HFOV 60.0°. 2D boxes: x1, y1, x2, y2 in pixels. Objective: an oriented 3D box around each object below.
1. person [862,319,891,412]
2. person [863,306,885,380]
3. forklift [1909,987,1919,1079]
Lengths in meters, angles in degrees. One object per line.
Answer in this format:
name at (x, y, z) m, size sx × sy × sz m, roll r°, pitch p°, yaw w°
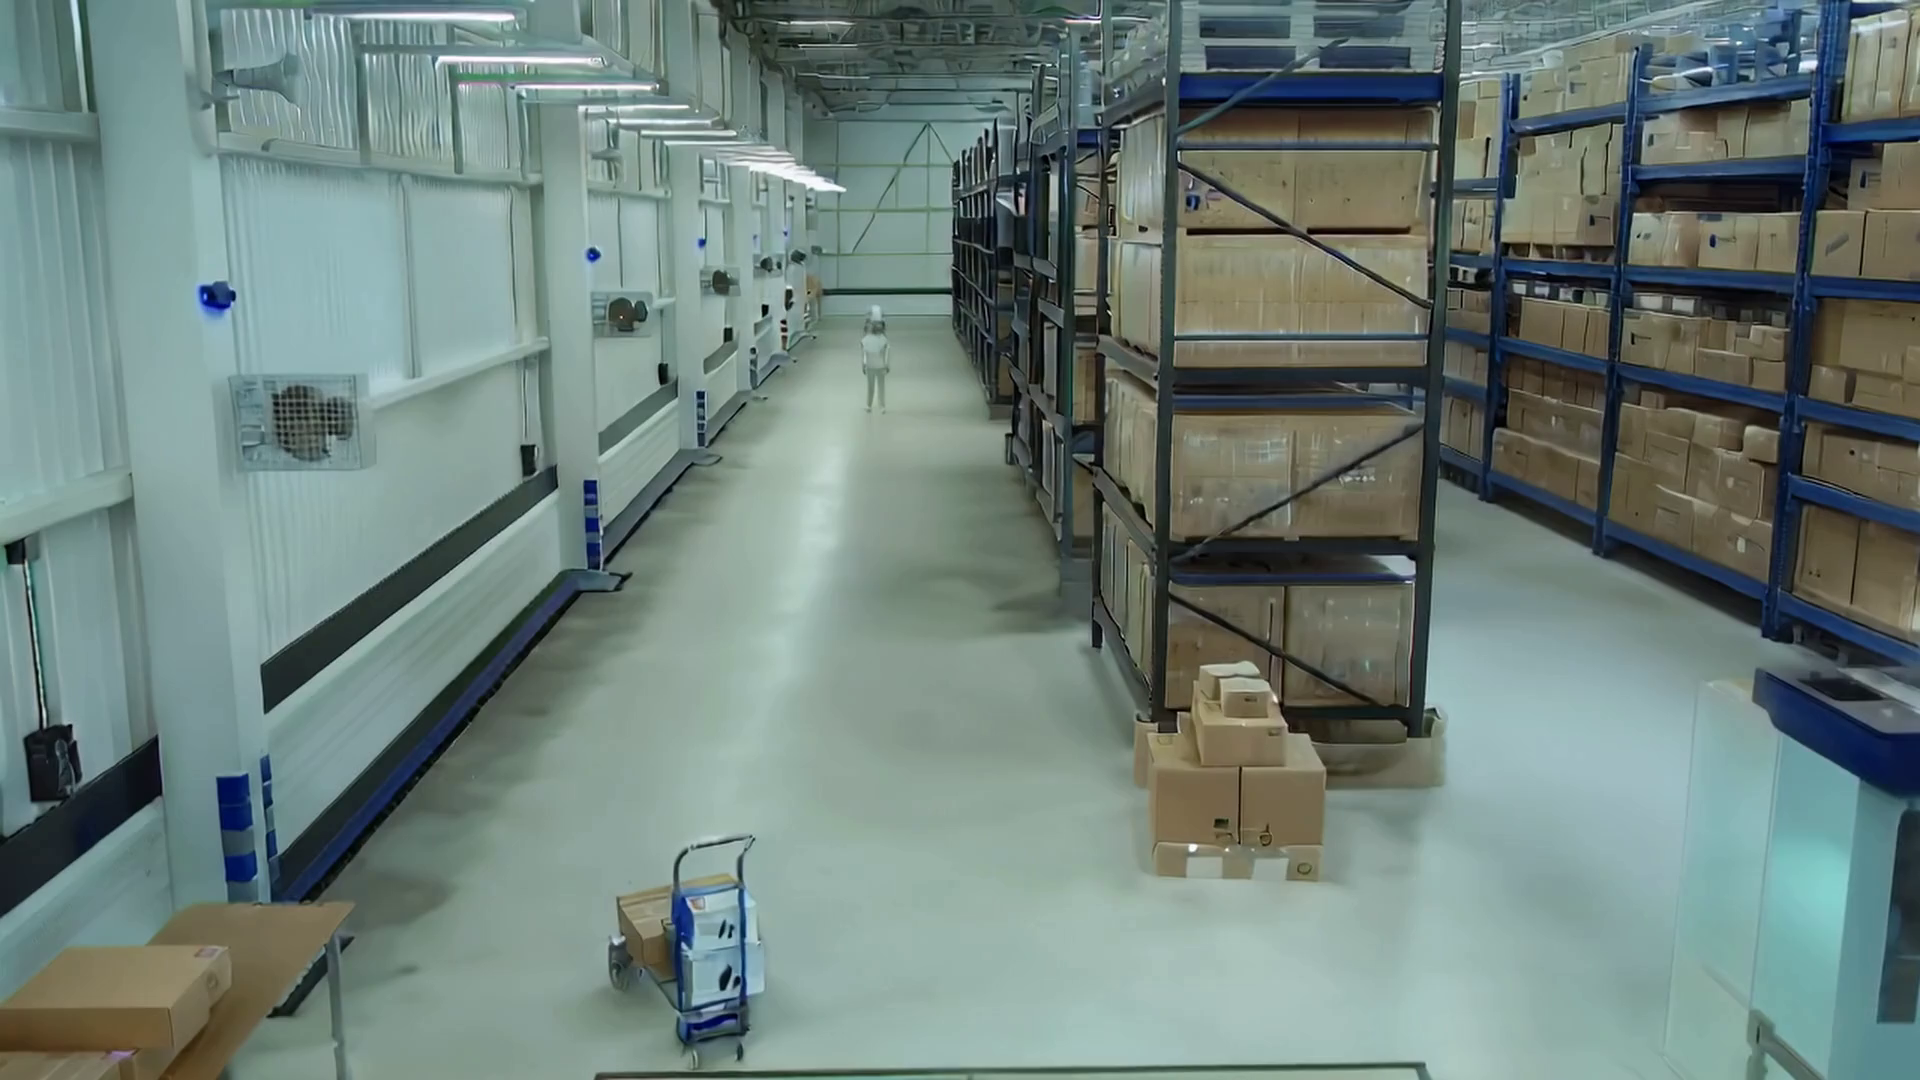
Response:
person at (-1.778, -3.732, 35.611) m, size 0.620 × 1.986 × 0.405 m, roll 0°, pitch 11°, yaw 1°
person at (-2.208, -5.062, 42.742) m, size 0.598 × 1.906 × 0.413 m, roll -2°, pitch 11°, yaw -11°
forklift at (3.157, 1.767, 4.659) m, size 1.129 × 2.768 × 1.873 m, roll 0°, pitch 11°, yaw -2°
